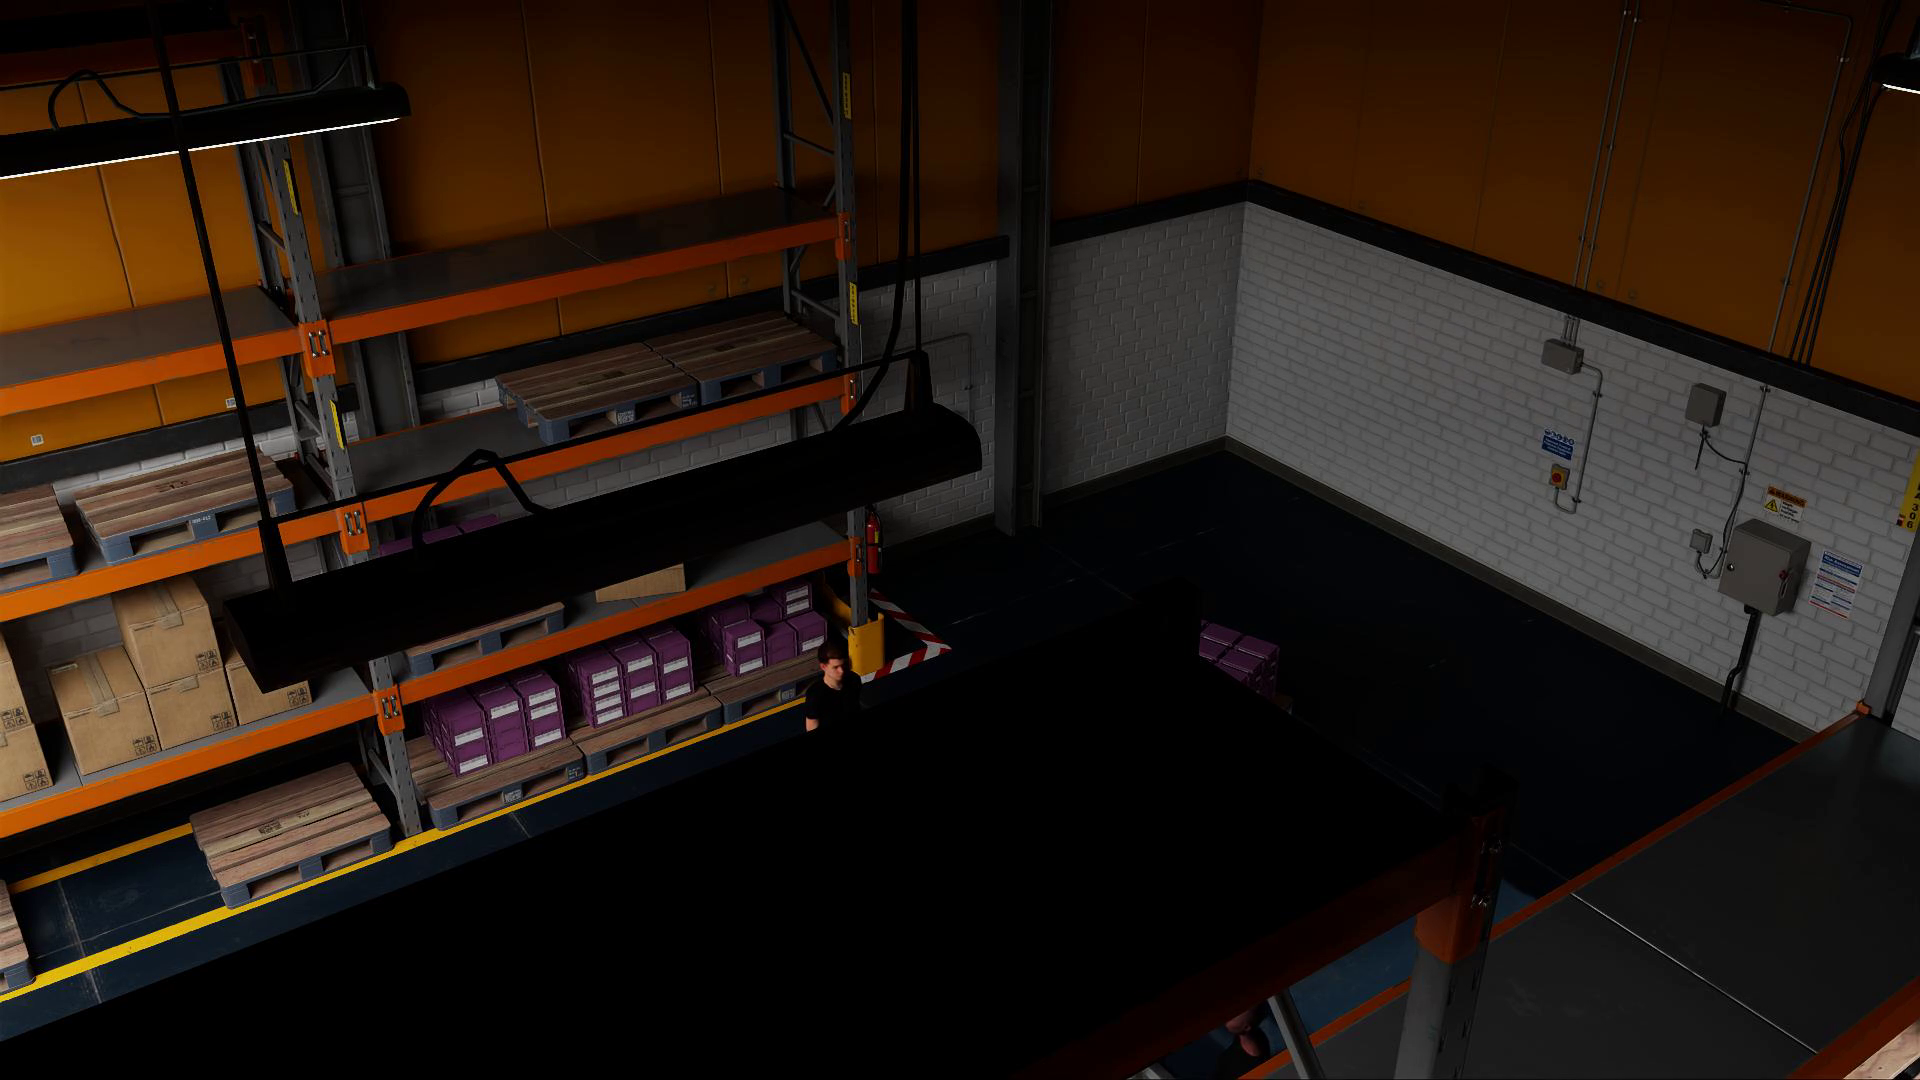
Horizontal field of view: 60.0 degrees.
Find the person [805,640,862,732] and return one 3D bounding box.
[{"bbox_3d":[-0.880,1.513,11.914,0.782,1.862,0.584,25,37,38],"label":"person"}]

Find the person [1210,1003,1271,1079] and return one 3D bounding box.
[{"bbox_3d":[1.537,3.148,9.037,0.711,1.748,0.687,-1,29,-2],"label":"person"}]
